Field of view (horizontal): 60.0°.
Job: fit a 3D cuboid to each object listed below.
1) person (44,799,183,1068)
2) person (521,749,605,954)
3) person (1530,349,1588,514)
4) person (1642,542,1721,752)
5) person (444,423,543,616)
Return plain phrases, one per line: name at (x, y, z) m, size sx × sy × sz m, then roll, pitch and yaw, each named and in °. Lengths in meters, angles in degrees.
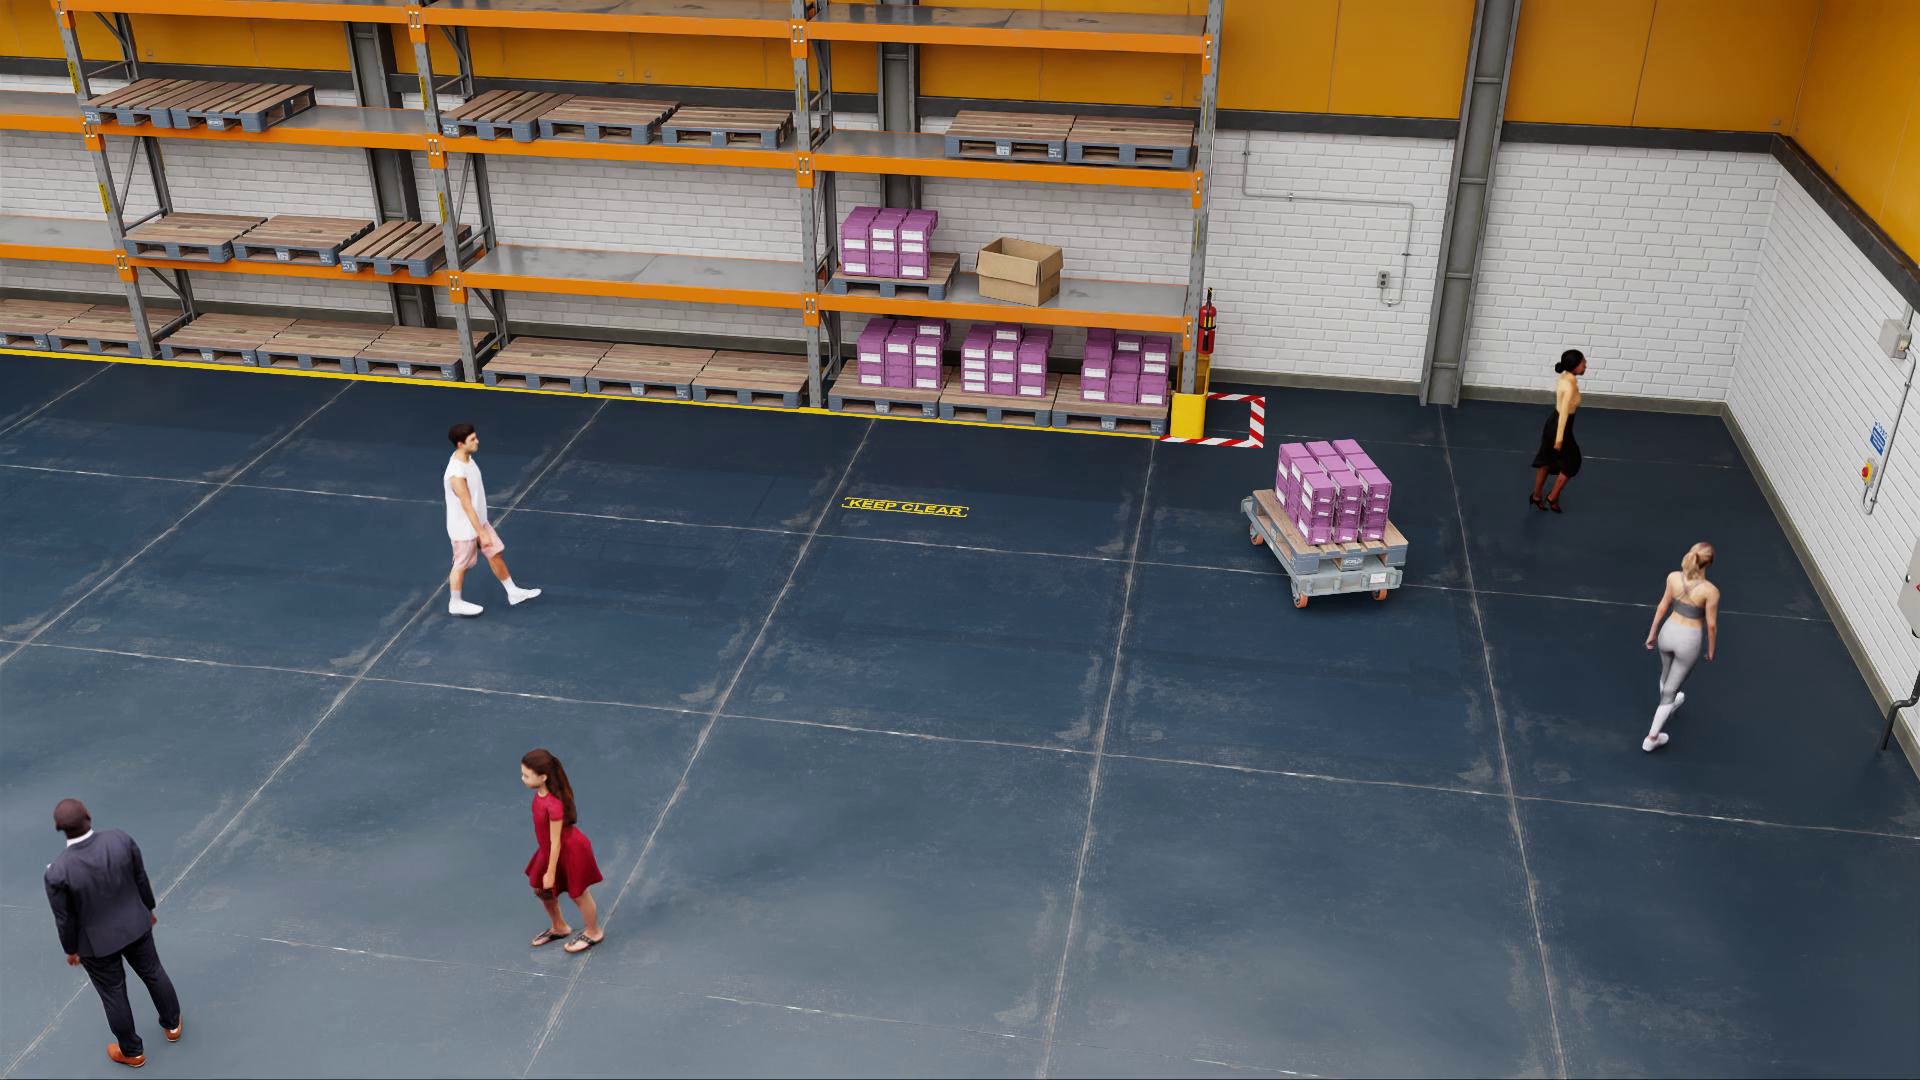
person at (-4.830, 2.228, 9.486) m, size 0.797 × 1.825 × 0.791 m, roll 23°, pitch 36°, yaw 35°
person at (-2.395, 1.917, 10.356) m, size 0.781 × 1.537 × 0.719 m, roll -19°, pitch 34°, yaw -30°
person at (5.543, -1.006, 15.603) m, size 0.630 × 1.644 × 0.597 m, roll 4°, pitch 29°, yaw 8°
person at (5.259, 0.806, 12.243) m, size 1.017 × 1.680 × 0.989 m, roll -22°, pitch 35°, yaw -34°
person at (-4.196, -0.133, 13.891) m, size 1.057 × 1.749 × 0.761 m, roll 0°, pitch 29°, yaw 0°
